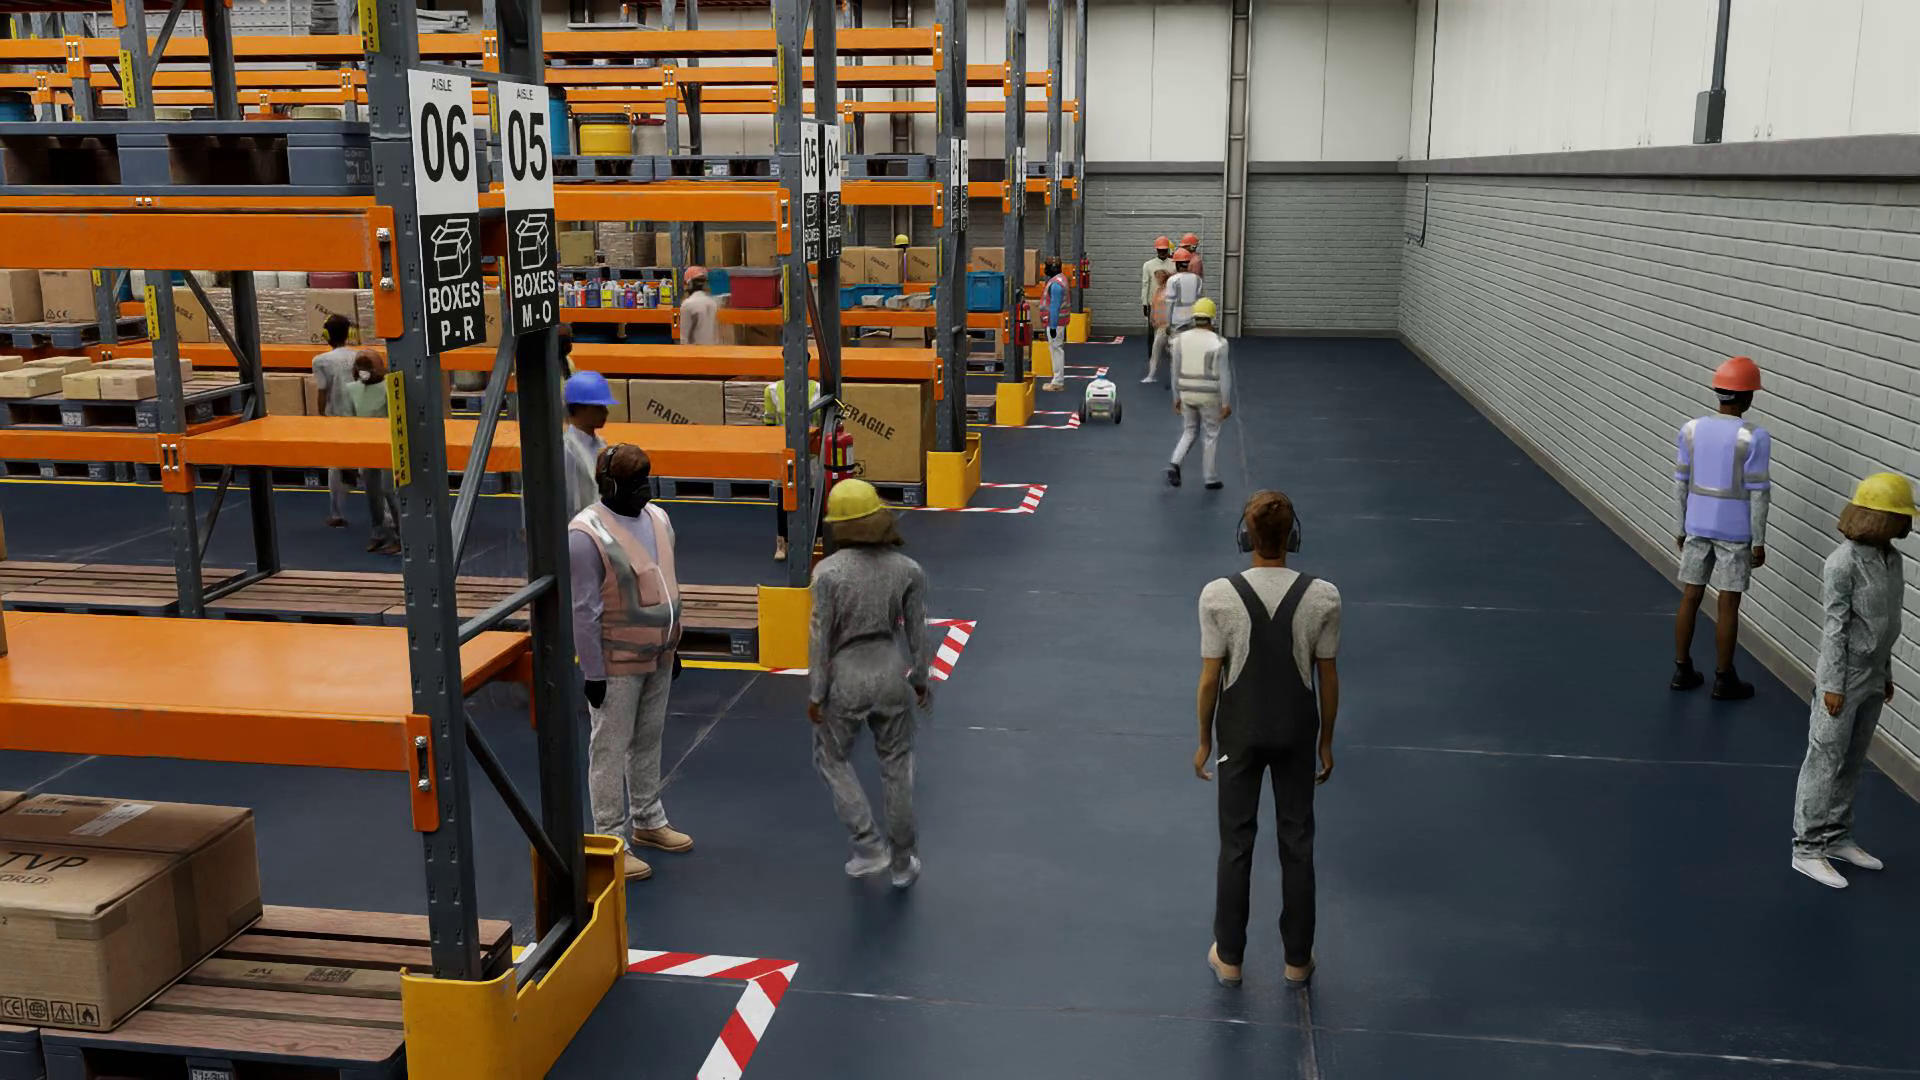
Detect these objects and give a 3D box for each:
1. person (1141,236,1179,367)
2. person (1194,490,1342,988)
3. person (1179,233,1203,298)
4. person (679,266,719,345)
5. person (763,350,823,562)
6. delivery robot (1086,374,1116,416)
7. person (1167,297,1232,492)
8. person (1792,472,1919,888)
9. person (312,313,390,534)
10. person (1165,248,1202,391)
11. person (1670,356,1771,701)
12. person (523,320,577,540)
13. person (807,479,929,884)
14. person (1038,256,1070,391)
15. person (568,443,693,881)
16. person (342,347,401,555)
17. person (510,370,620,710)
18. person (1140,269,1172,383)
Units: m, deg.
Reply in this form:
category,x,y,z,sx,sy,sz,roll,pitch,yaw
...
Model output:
category,x,y,z,sx,sy,sz,roll,pitch,yaw
person,3.078,-3.627,25.383,0.619,1.989,0.396,-1,13,-3
person,1.106,0.732,6.029,0.505,1.840,0.347,2,13,7
person,3.670,-3.884,26.538,0.406,1.986,0.613,-1,13,-4
person,-2.783,-1.997,18.102,0.759,1.947,0.655,5,13,20
person,-1.230,-0.661,12.661,0.532,1.690,0.322,1,13,4
delivery robot,1.689,-1.743,19.909,0.477,0.478,0.707,1,13,6
person,2.227,-1.326,15.388,0.609,1.820,0.541,10,16,39
person,3.763,0.573,6.964,0.486,1.744,0.298,-9,15,-35
person,-5.003,-0.947,13.664,0.534,1.831,0.907,-11,17,-41
person,3.015,-2.992,22.647,0.548,1.928,0.387,-6,14,-24
person,4.302,-0.065,9.395,0.361,1.940,0.543,-9,15,-34
person,-3.214,-0.848,13.256,0.742,1.805,0.648,4,13,18
person,-0.376,0.602,6.868,0.569,1.725,0.337,-6,14,-24
person,1.282,-2.944,22.651,0.430,1.836,0.619,2,13,8
person,-1.392,0.500,7.071,0.429,1.844,0.625,6,14,24
person,-4.555,-0.693,12.942,0.587,1.626,0.311,5,13,20
person,-2.077,0.041,8.944,0.701,1.928,0.618,3,13,15
person,2.910,-3.036,23.567,0.740,1.609,0.526,-5,13,-22
